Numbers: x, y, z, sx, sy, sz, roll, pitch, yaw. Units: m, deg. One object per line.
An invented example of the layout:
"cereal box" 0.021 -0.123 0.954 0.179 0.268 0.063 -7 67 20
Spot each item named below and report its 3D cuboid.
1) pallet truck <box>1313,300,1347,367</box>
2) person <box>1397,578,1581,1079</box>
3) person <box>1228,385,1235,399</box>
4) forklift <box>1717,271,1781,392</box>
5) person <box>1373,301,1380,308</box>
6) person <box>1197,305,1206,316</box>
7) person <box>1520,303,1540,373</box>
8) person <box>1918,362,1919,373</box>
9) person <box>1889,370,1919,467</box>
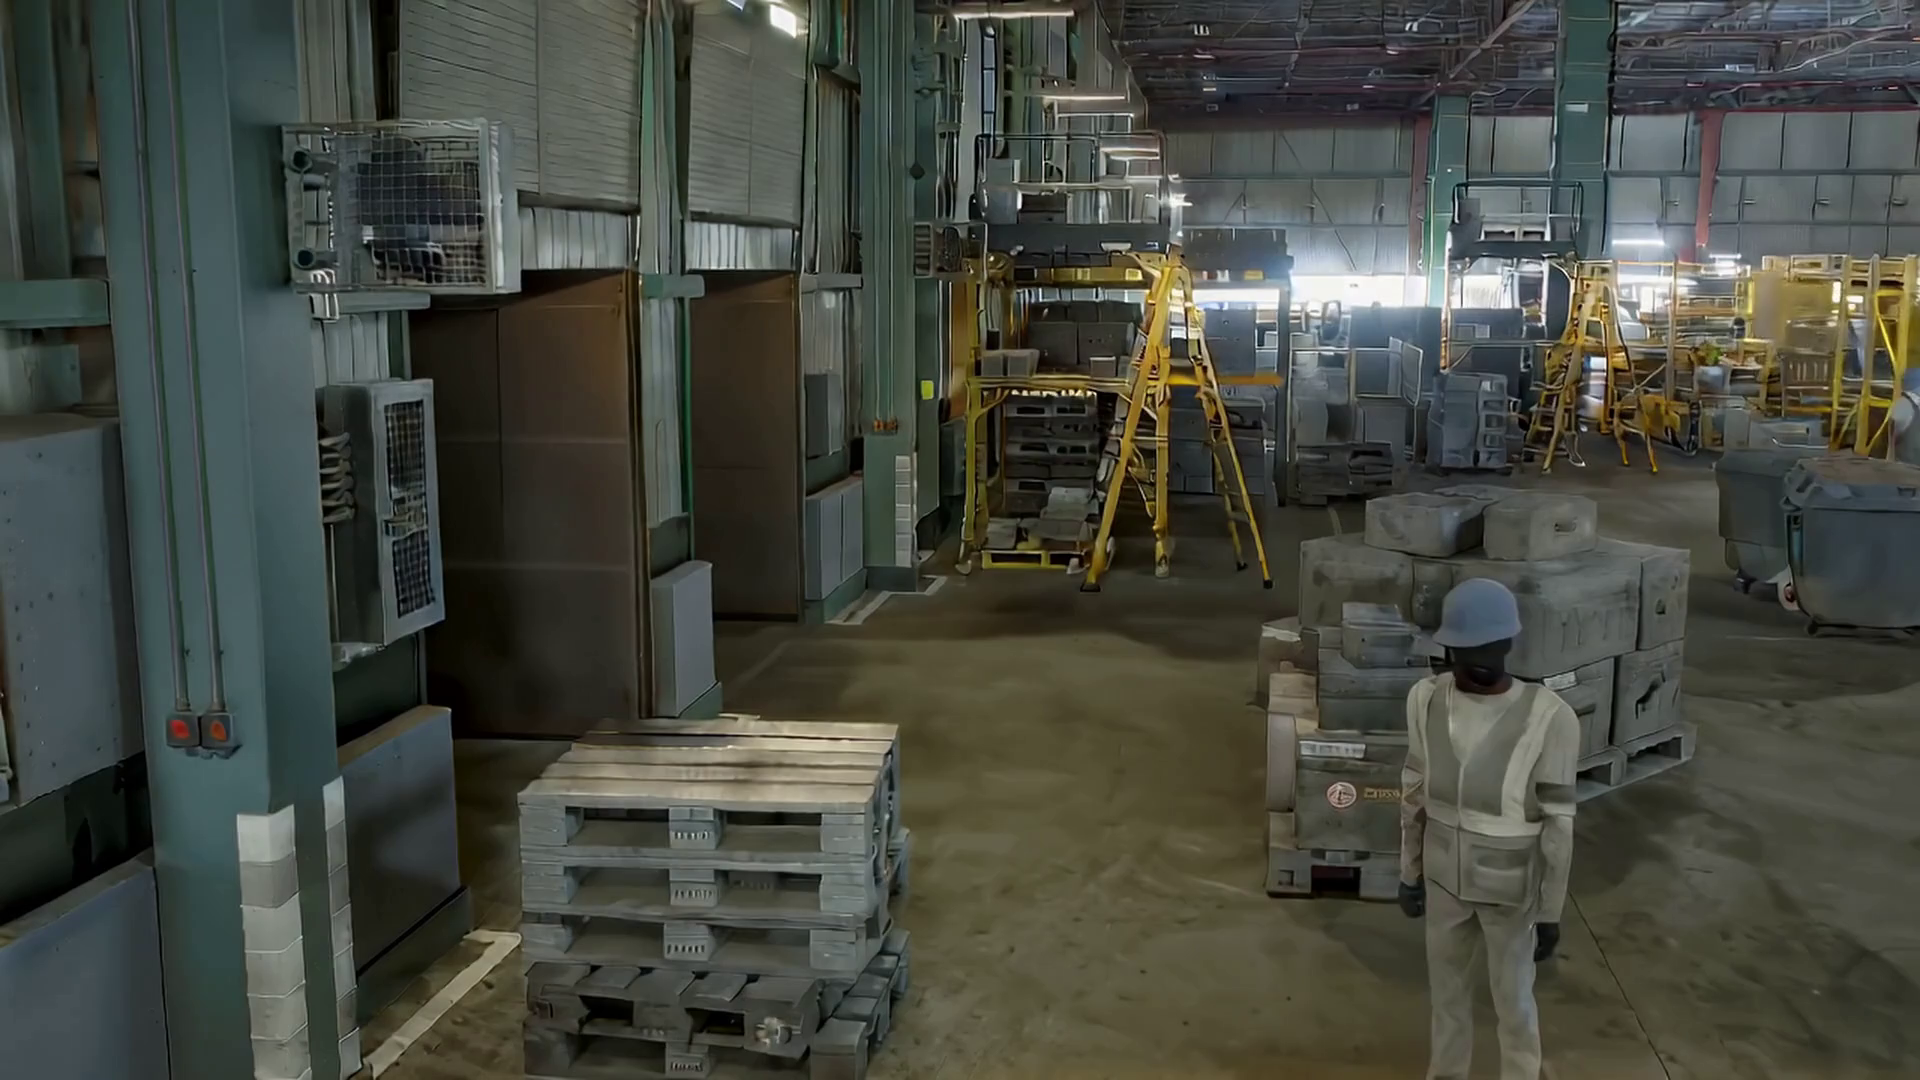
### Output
"pallet truck" 11.159 -6.200 49.718 0.823 1.965 1.885 4 10 26
"person" 1.619 1.059 5.205 0.399 1.918 0.591 -8 12 -41
"person" 5.683 -3.605 34.850 0.313 1.633 0.522 -2 9 -14
"forklift" 18.616 -4.835 38.584 1.873 2.768 1.129 1 9 9
"person" 13.157 -6.608 52.595 0.575 1.883 0.355 -9 13 -43
"person" 6.420 -5.322 44.525 0.543 1.929 0.387 -9 13 -43
"person" 15.893 -5.625 46.358 0.634 1.939 0.367 -1 9 -6
"person" 15.657 -2.362 26.855 0.485 1.737 0.320 -4 10 -25
"person" 10.188 -0.928 17.900 0.550 1.769 0.961 0 9 0
